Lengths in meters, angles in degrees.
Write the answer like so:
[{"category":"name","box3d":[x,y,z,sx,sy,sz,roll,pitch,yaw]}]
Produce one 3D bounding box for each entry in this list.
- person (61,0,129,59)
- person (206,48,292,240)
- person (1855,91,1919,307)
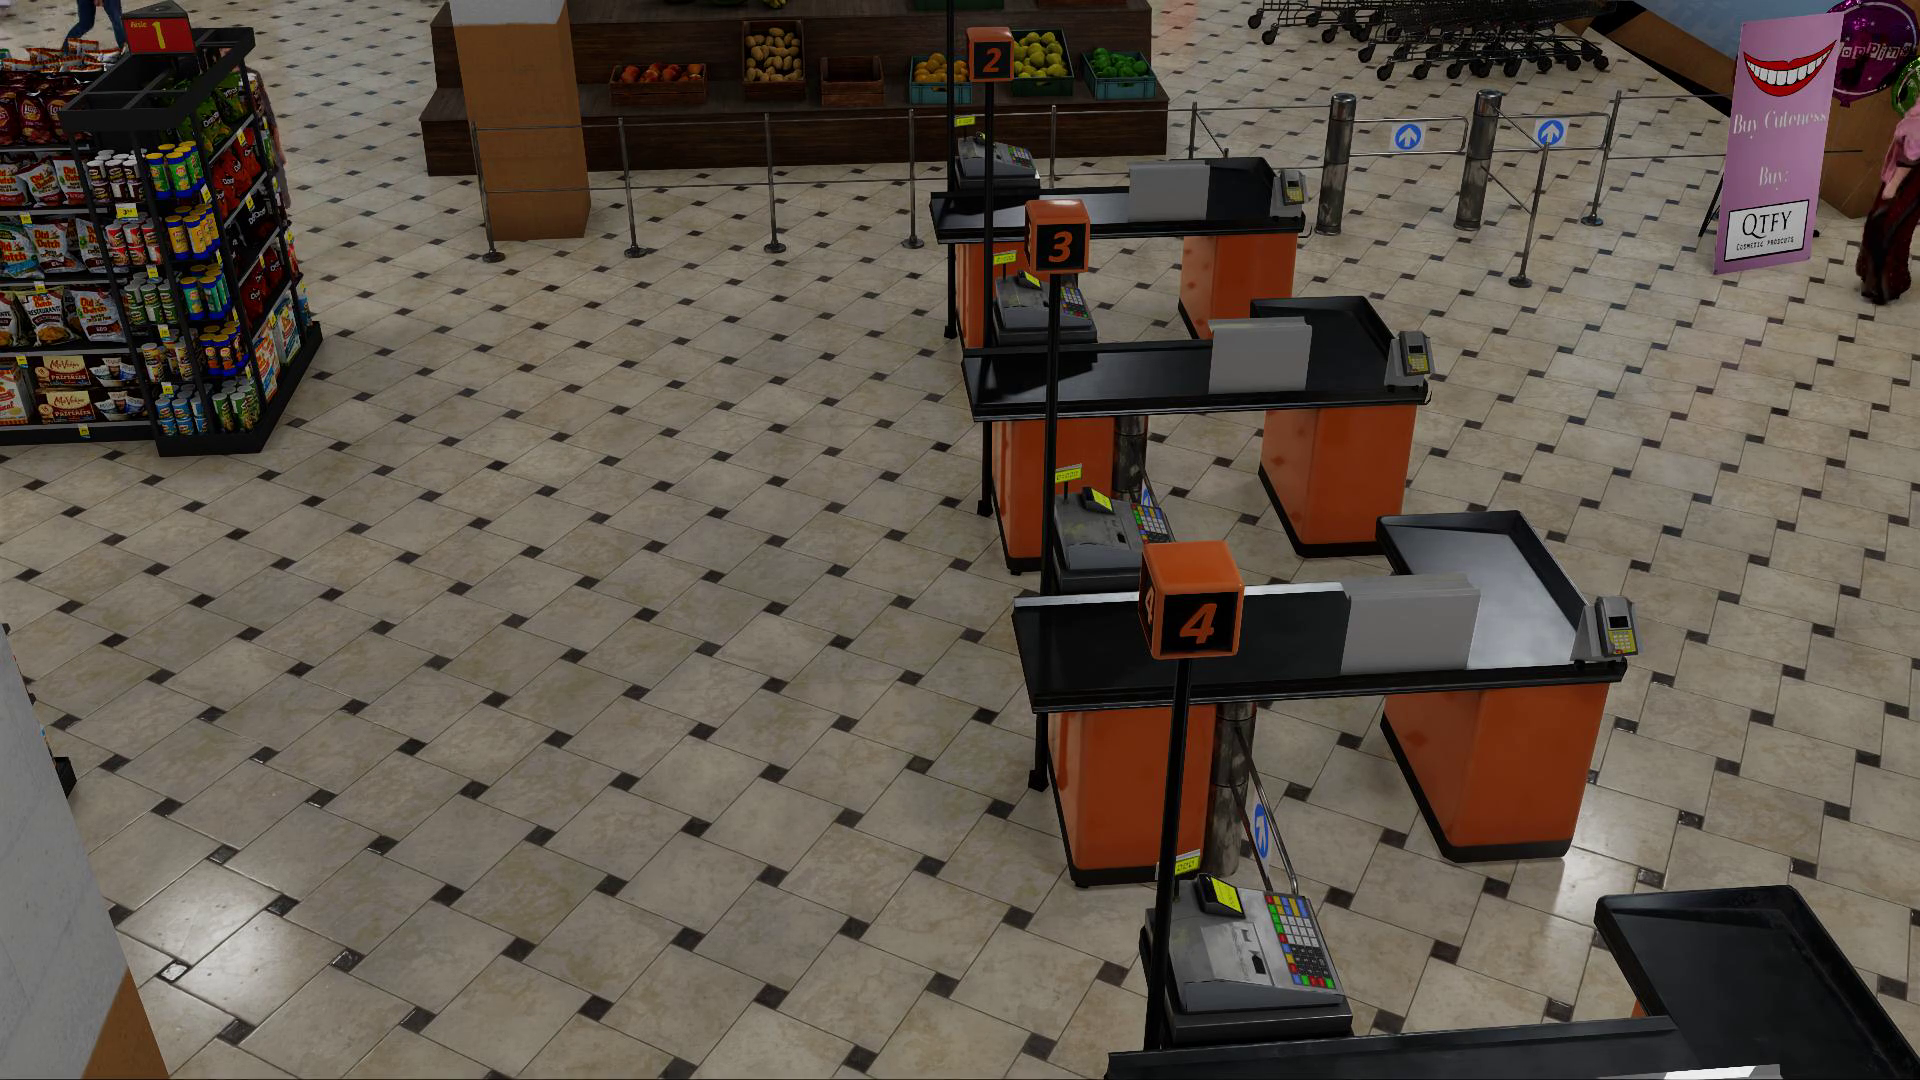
[{"category":"person","box3d":[-7.983,-5.001,15.082,1.113,1.706,1.121,20,37,29]},{"category":"person","box3d":[-4.835,-2.592,11.254,0.910,1.661,0.843,20,37,29]},{"category":"person","box3d":[6.262,-2.386,10.969,0.777,1.612,0.843,-19,37,-28]}]
